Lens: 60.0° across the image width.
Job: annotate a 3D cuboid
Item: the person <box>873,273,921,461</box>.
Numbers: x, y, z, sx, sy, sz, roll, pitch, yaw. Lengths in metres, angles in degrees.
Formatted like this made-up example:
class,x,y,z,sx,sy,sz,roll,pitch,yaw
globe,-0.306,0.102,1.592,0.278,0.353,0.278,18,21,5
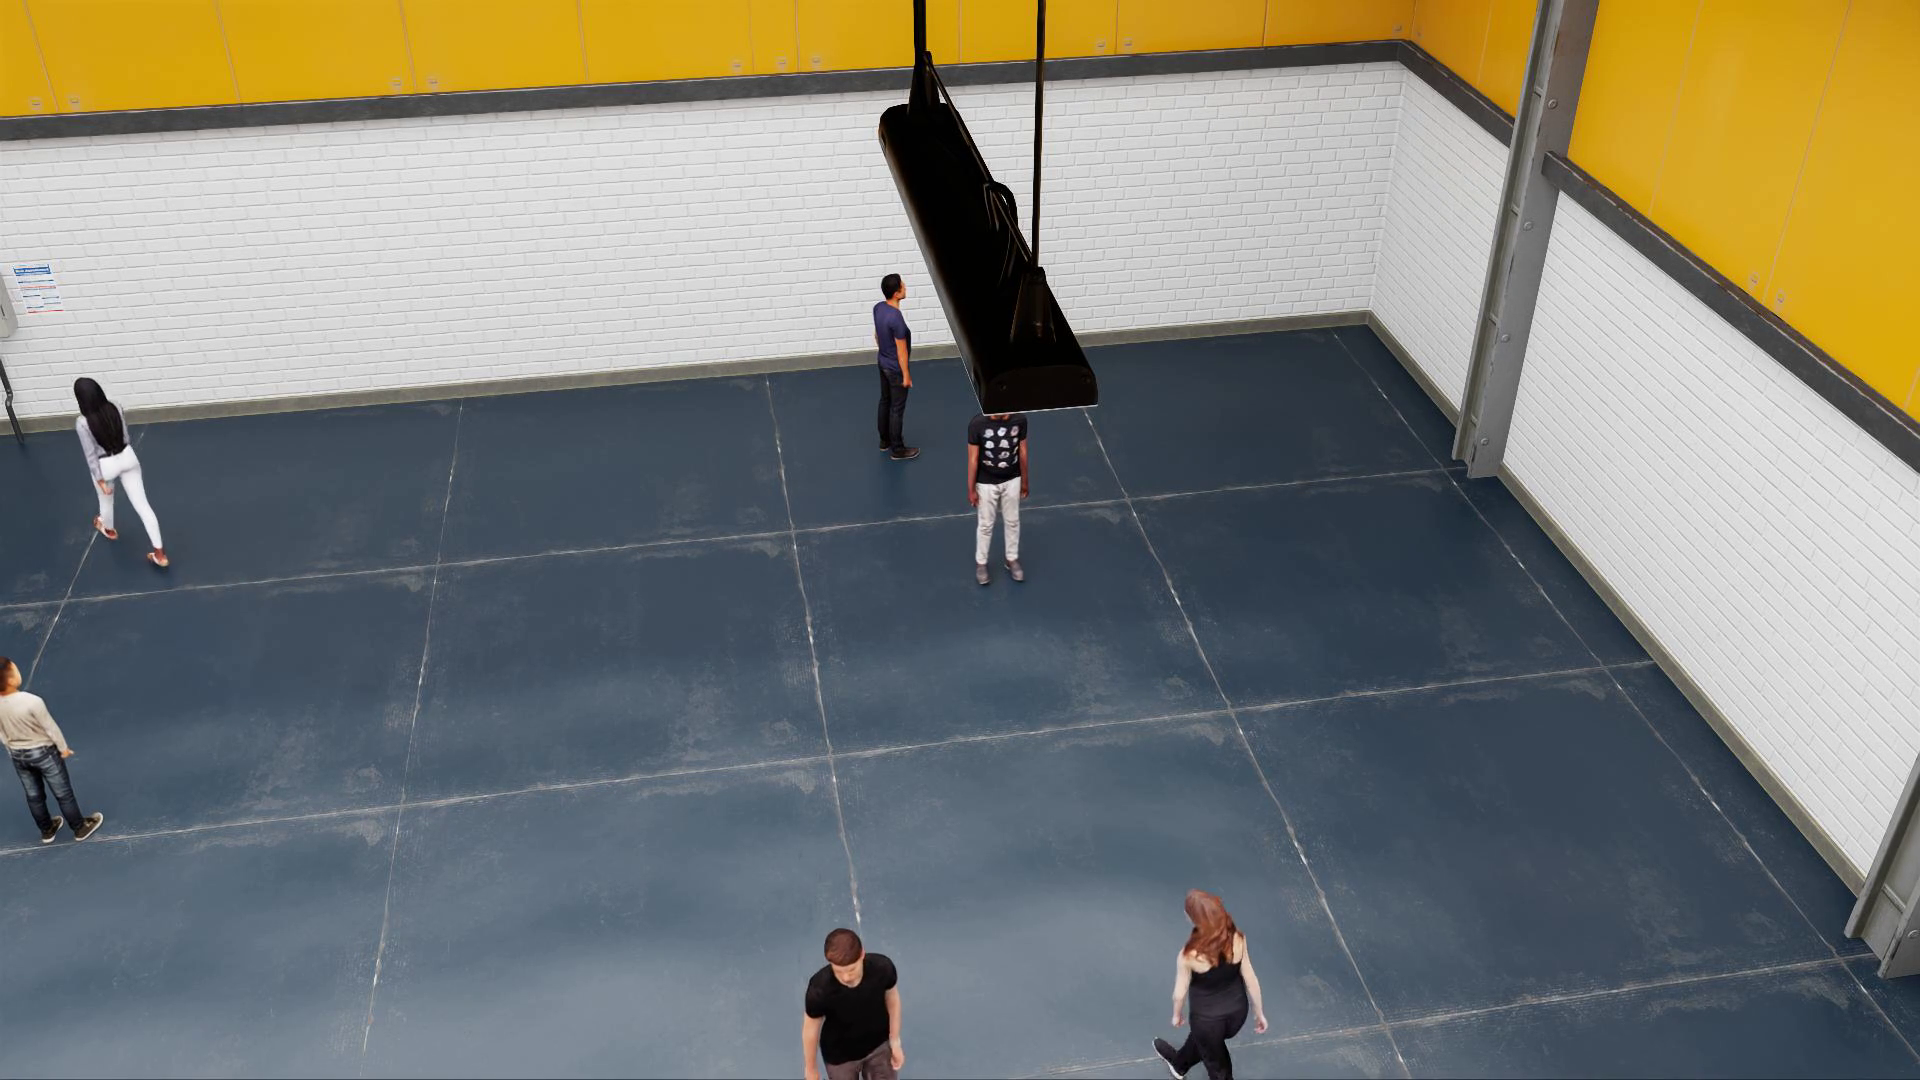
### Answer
class,x,y,z,sx,sy,sz,roll,pitch,yaw
person,-0.613,-1.582,15.090,0.772,1.794,0.600,-18,38,-25

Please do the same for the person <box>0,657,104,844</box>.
class,x,y,z,sx,sy,sz,roll,pitch,yaw
person,-6.079,1.393,10.911,0.589,1.464,0.561,0,34,1

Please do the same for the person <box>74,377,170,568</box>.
class,x,y,z,sx,sy,sz,roll,pitch,yaw
person,-6.845,-0.529,13.617,1.208,1.670,1.093,24,41,32

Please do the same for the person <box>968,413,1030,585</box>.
class,x,y,z,sx,sy,sz,roll,pitch,yaw
person,0.308,-0.483,13.429,0.664,1.802,0.603,-7,34,-11

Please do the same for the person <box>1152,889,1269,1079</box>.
class,x,y,z,sx,sy,sz,roll,pitch,yaw
person,1.422,2.616,8.878,0.827,1.679,1.137,-9,35,-13

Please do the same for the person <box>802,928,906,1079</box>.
class,x,y,z,sx,sy,sz,roll,pitch,yaw
person,-0.569,2.584,8.787,0.768,1.831,0.814,-14,36,-20
